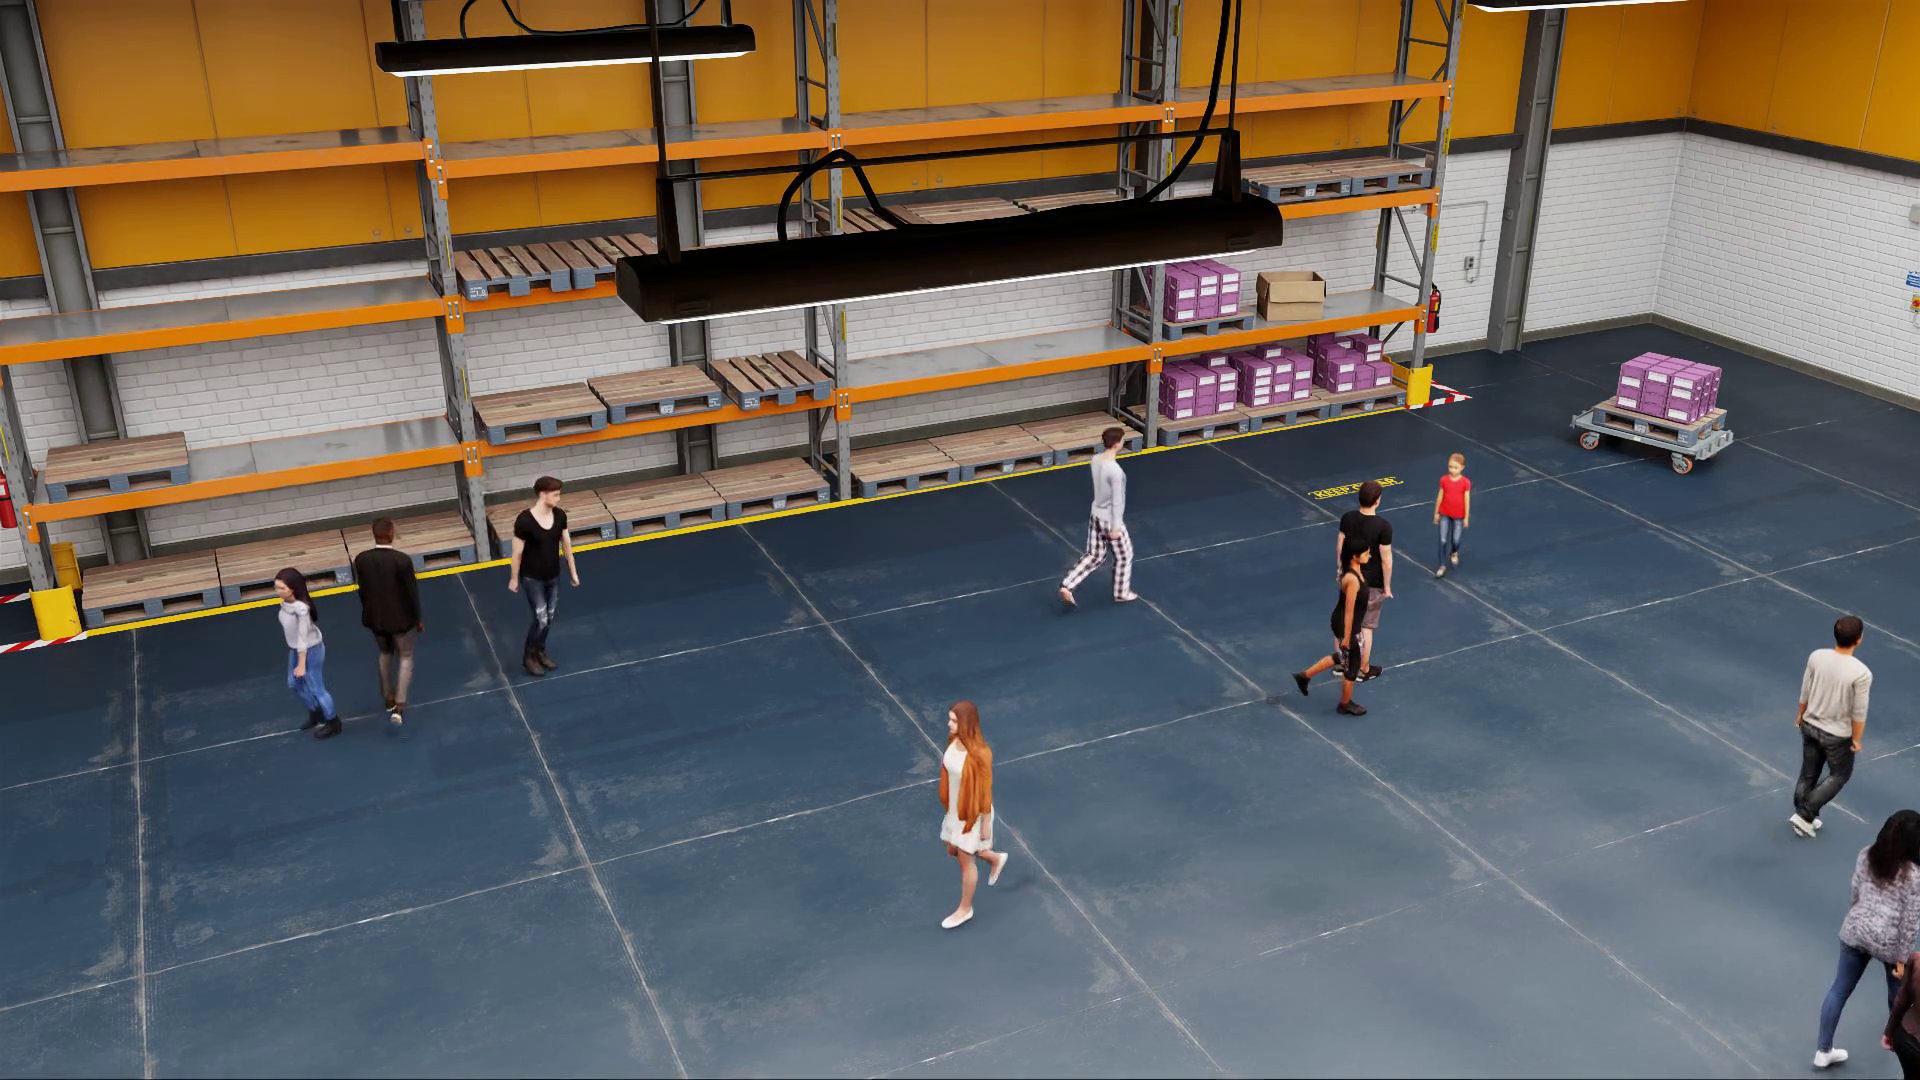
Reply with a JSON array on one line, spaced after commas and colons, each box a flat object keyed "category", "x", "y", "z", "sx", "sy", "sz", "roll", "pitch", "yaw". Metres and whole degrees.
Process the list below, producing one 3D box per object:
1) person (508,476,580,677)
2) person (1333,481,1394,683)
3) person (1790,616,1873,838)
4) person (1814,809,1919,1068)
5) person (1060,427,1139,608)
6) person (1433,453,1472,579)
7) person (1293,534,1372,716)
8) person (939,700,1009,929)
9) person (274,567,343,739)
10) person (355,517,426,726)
[{"category": "person", "x": -3.753, "y": 0.310, "z": 14.661, "sx": 0.816, "sy": 1.856, "sz": 0.897, "roll": -17, "pitch": 29, "yaw": -34}, {"category": "person", "x": 3.512, "y": 0.346, "z": 14.572, "sx": 0.769, "sy": 1.861, "sz": 0.749, "roll": 18, "pitch": 29, "yaw": 35}, {"category": "person", "x": 6.326, "y": 1.412, "z": 12.202, "sx": 0.740, "sy": 1.807, "sz": 0.718, "roll": -14, "pitch": 27, "yaw": -30}, {"category": "person", "x": 5.434, "y": 2.437, "z": 10.000, "sx": 1.144, "sy": 1.692, "sz": 0.724, "roll": -13, "pitch": 27, "yaw": -27}, {"category": "person", "x": 1.323, "y": -0.180, "z": 15.831, "sx": 1.080, "sy": 1.817, "sz": 0.672, "roll": -13, "pitch": 27, "yaw": -27}, {"category": "person", "x": 4.946, "y": -0.263, "z": 16.672, "sx": 0.666, "sy": 1.296, "sz": 0.741, "roll": 12, "pitch": 26, "yaw": 25}, {"category": "person", "x": 3.185, "y": 0.711, "z": 14.000, "sx": 0.977, "sy": 1.651, "sz": 0.854, "roll": 3, "pitch": 24, "yaw": 8}, {"category": "person", "x": 0.121, "y": 1.826, "z": 11.381, "sx": 0.939, "sy": 1.705, "sz": 0.716, "roll": -17, "pitch": 29, "yaw": -34}, {"category": "person", "x": -5.249, "y": 0.911, "z": 13.600, "sx": 0.644, "sy": 1.604, "sz": 0.684, "roll": -16, "pitch": 28, "yaw": -32}, {"category": "person", "x": -4.735, "y": 0.711, "z": 13.840, "sx": 1.026, "sy": 1.779, "sz": 1.025, "roll": 0, "pitch": 24, "yaw": 0}]
